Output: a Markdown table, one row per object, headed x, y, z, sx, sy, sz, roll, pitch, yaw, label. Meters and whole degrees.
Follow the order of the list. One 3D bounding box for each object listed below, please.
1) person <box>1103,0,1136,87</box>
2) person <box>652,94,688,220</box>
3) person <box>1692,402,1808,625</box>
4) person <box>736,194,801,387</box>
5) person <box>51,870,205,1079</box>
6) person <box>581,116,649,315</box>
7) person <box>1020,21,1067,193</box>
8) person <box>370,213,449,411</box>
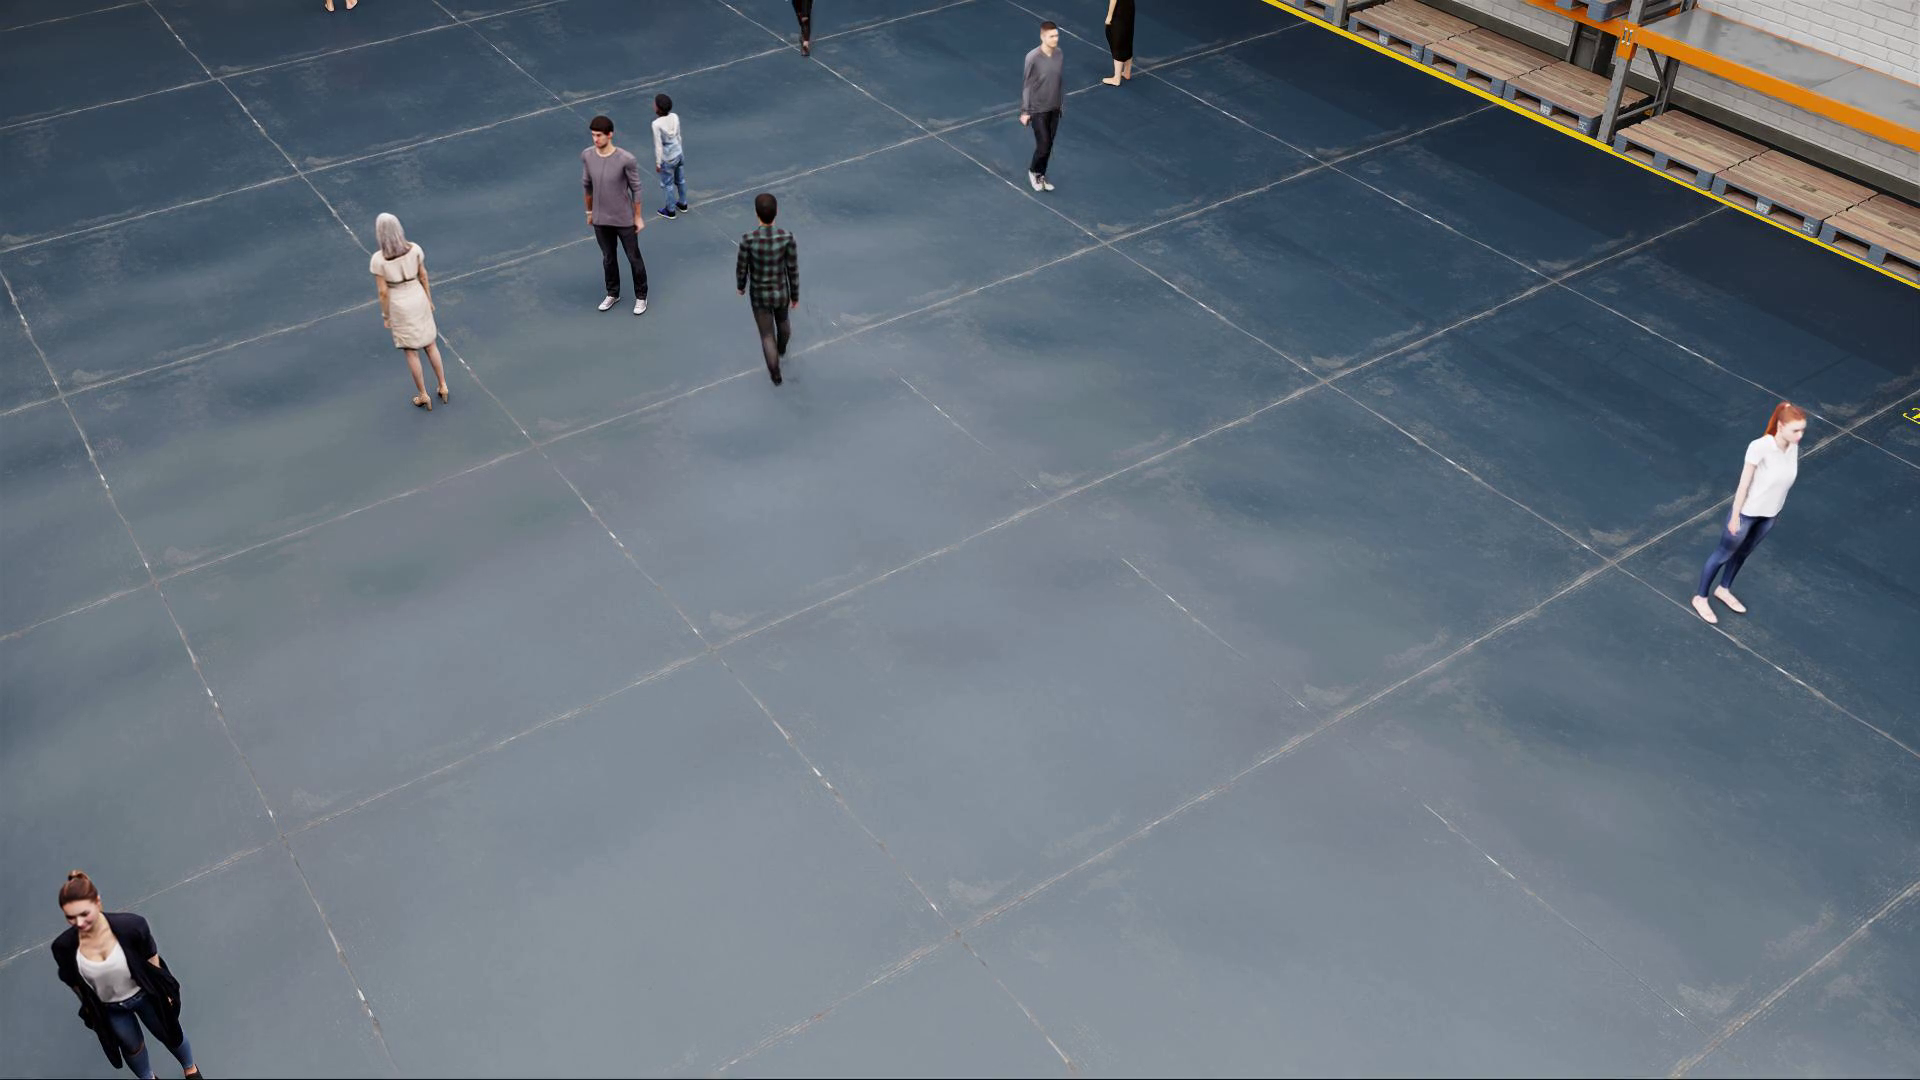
| x | y | z | sx | sy | sz | roll | pitch | yaw | label |
| --- | --- | --- | --- | --- | --- | --- | --- | --- | --- |
| 1.830 | -5.938 | 18.731 | 0.632 | 1.625 | 0.623 | 29 | 47 | 31 | person |
| -2.855 | -3.777 | 16.316 | 0.556 | 1.261 | 0.529 | 27 | 46 | 30 | person |
| 5.455 | -0.208 | 11.464 | 0.605 | 1.738 | 0.590 | -13 | 41 | -16 | person |
| -1.590 | -2.039 | 13.931 | 0.854 | 1.688 | 1.053 | -12 | 40 | -14 | person |
| -4.197 | 2.287 | 8.384 | 0.677 | 1.684 | 0.633 | -14 | 41 | -17 | person |
| -3.052 | -2.881 | 14.721 | 0.715 | 1.851 | 0.791 | 8 | 39 | 10 | person |
| 0.794 | -4.345 | 16.635 | 0.635 | 1.750 | 0.587 | -25 | 45 | -28 | person |
| -4.479 | -1.854 | 13.528 | 0.612 | 1.735 | 0.567 | -28 | 46 | -30 | person |
